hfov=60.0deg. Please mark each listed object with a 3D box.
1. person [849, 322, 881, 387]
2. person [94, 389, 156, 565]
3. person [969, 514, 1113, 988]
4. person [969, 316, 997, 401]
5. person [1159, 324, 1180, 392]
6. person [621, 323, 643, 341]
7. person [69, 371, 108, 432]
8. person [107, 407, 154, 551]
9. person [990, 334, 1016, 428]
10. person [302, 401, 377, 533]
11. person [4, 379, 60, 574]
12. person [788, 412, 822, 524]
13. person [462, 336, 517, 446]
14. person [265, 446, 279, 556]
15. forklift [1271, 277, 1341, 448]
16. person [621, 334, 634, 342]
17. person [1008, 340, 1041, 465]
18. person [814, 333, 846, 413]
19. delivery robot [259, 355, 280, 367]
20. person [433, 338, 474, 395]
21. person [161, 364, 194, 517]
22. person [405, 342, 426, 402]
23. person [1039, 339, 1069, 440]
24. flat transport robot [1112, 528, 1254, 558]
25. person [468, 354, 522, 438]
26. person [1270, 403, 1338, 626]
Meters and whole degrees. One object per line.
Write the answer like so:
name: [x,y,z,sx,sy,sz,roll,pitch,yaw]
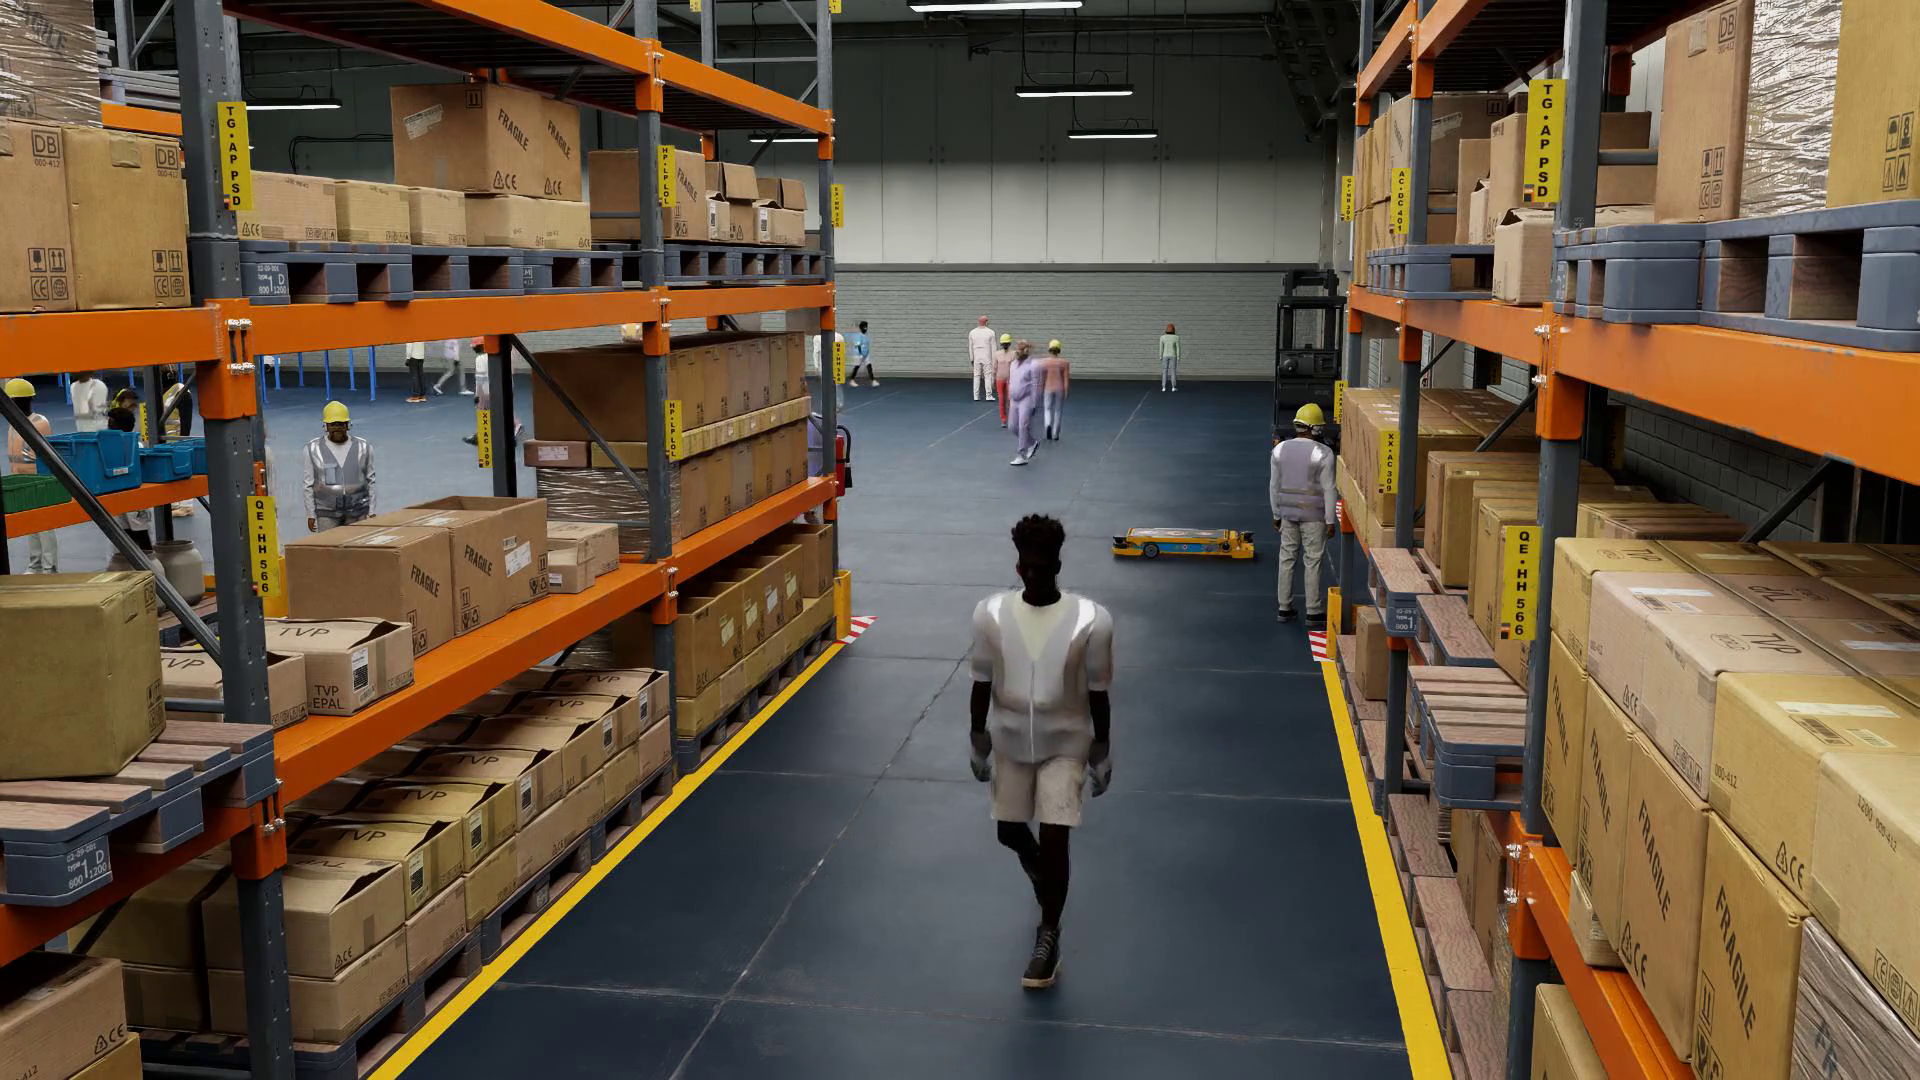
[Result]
person: [-2.432,-4.653,41.718,0.891,1.646,0.545,5,11,30]
person: [-7.782,-0.494,15.554,0.662,1.825,0.828,-9,13,-43]
person: [0.359,0.823,7.045,0.609,1.946,0.794,2,10,15]
person: [0.533,-4.075,37.363,0.650,1.907,0.409,4,10,21]
person: [5.084,-4.416,40.303,0.508,1.632,0.270,3,10,16]
person: [-8.265,-4.844,42.001,0.545,1.942,0.352,-1,9,-4]
person: [-10.389,-1.260,19.827,0.611,1.977,1.098,4,10,21]
person: [-7.523,-0.356,15.068,0.537,1.695,0.320,7,12,37]
person: [0.834,-2.959,30.951,0.541,1.741,0.598,1,9,3]
person: [-5.219,-0.257,14.040,0.592,1.833,0.404,-5,10,-28]
person: [-8.666,-0.539,15.490,0.594,1.925,0.369,6,11,34]
person: [-1.530,-0.602,15.930,0.541,1.918,0.788,-5,10,-28]
person: [-7.818,-2.466,27.566,0.958,1.875,0.537,1,9,4]
person: [-6.433,-0.333,15.219,0.762,1.603,0.545,3,10,19]
forklift: [5.847,-3.016,27.970,1.129,2.768,1.873,1,9,9]
person: [-5.878,-2.720,29.316,0.697,1.801,0.649,-5,10,-27]
person: [0.985,-2.091,25.178,0.587,1.890,0.655,-7,12,-38]
person: [-2.691,-3.582,34.377,0.648,1.909,0.424,0,9,1]
delivery robot: [-19.925,-5.124,47.833,0.477,0.478,0.707,4,10,25]
person: [-11.983,-4.346,39.159,0.865,1.879,0.633,-2,10,-15]
person: [-9.430,-1.208,19.882,0.625,1.844,0.429,6,11,33]
person: [-12.183,-4.087,37.165,0.379,1.995,0.612,3,10,15]
person: [1.619,-2.576,28.610,0.529,1.749,0.641,1,9,4]
flat transport robot: [2.319,0.022,17.257,1.431,0.197,0.652,1,9,9]
person: [-8.061,-2.649,28.703,0.854,1.874,0.646,-2,9,-14]
person: [2.863,-0.218,13.800,0.601,1.830,0.404,8,12,42]
